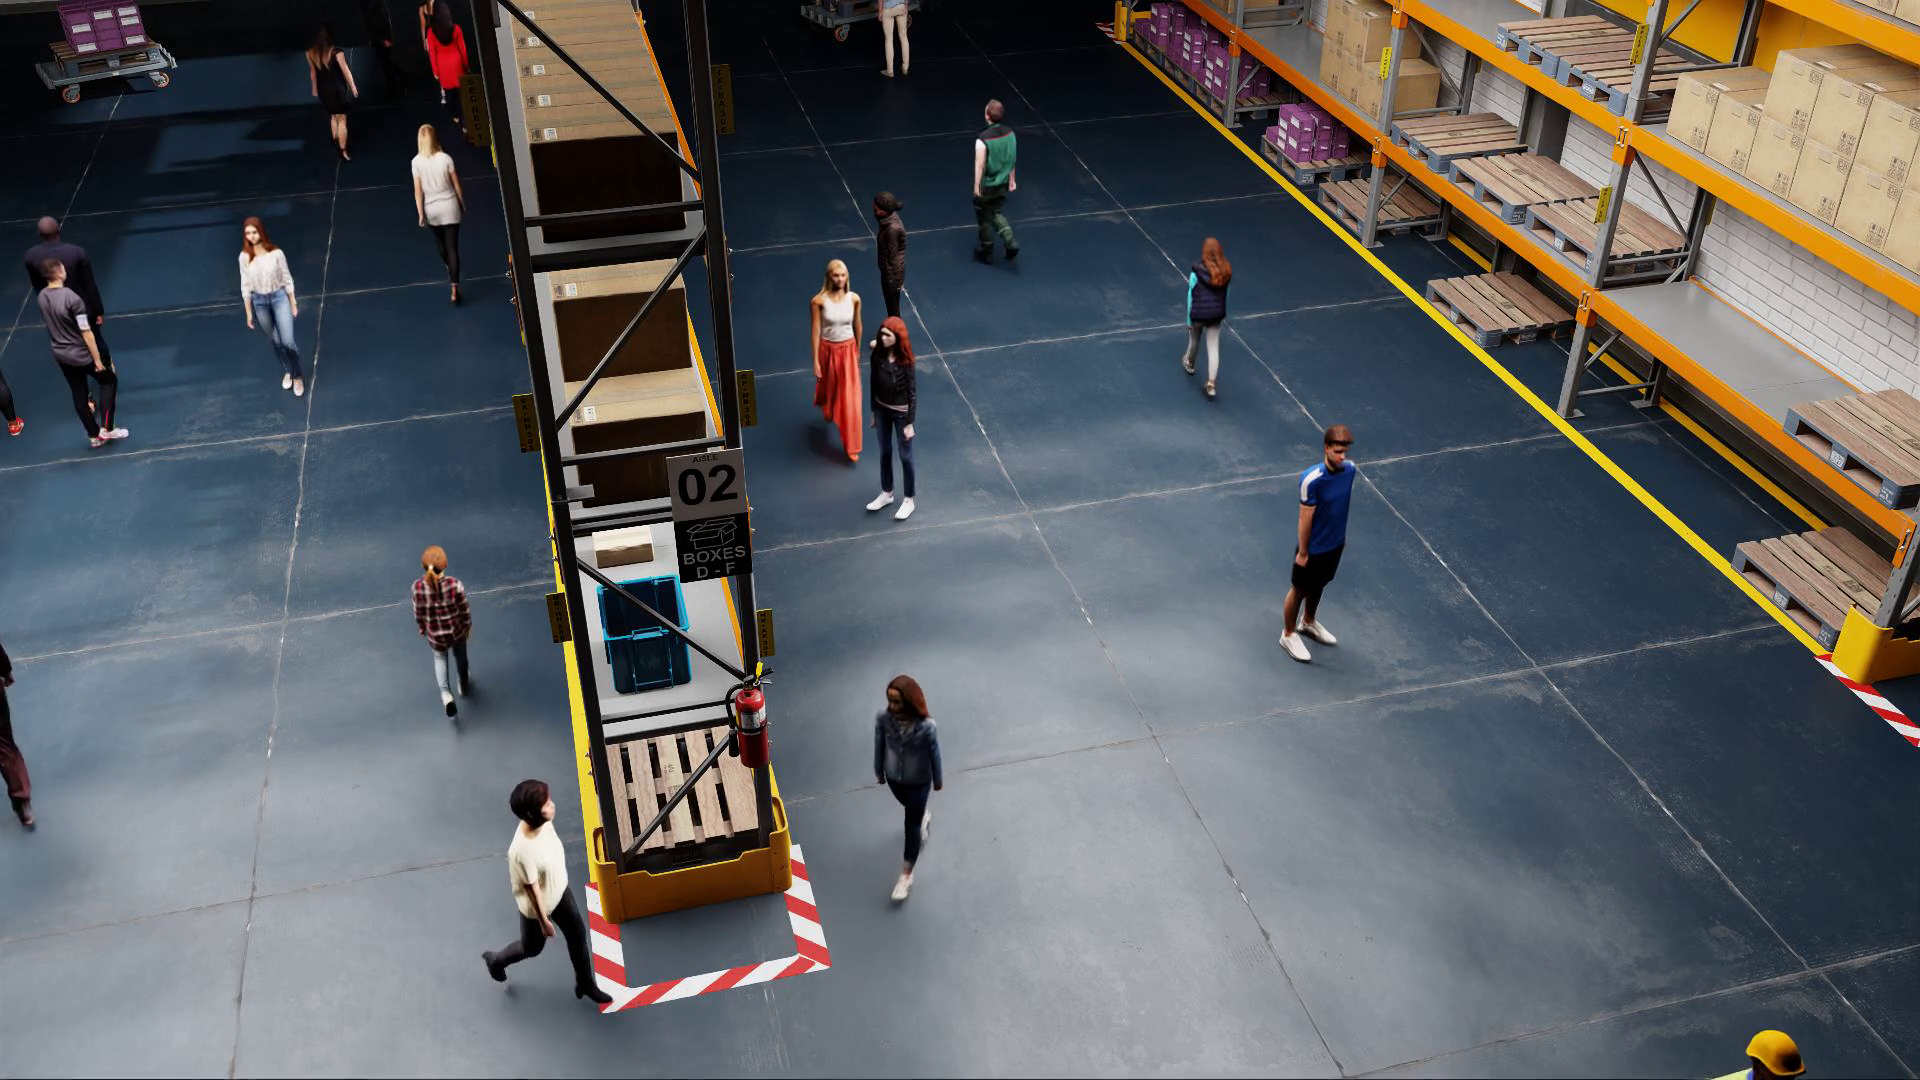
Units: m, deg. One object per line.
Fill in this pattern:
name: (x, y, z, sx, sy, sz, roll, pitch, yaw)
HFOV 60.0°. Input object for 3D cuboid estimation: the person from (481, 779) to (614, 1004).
person: (-2.386, 2.001, 9.241, 0.962, 1.553, 1.036, 9, 35, 14)

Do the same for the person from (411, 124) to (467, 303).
person: (-5.291, -3.305, 17.019, 0.628, 1.779, 1.164, -9, 35, -13)

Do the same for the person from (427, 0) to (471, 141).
person: (-6.382, -5.863, 20.934, 0.677, 1.707, 1.079, -12, 35, -17)

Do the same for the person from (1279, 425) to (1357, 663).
person: (2.593, -0.016, 11.992, 0.723, 1.867, 0.717, -23, 40, -31)

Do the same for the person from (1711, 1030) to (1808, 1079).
person: (3.472, 2.865, 7.747, 0.676, 1.769, 1.188, -8, 34, -11)

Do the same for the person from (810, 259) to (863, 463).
person: (-1.104, -1.620, 14.495, 0.627, 1.767, 1.163, -7, 34, -11)

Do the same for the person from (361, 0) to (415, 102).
person: (-7.674, -6.759, 22.240, 0.848, 1.753, 0.896, 28, 42, 35)

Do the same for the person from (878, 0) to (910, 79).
person: (-0.913, -7.380, 23.088, 0.698, 1.848, 0.637, -17, 37, -24)

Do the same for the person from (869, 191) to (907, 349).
person: (-0.648, -2.572, 16.024, 0.631, 1.660, 0.557, 10, 35, 14)

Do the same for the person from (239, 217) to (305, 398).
person: (-6.379, -2.210, 15.434, 0.617, 1.711, 0.715, -4, 34, -7)

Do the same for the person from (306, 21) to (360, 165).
person: (-7.677, -5.414, 20.264, 0.798, 1.701, 0.825, 10, 35, 14)

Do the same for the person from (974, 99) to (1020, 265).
person: (0.380, -3.757, 17.654, 0.830, 1.830, 0.971, -23, 40, -31)

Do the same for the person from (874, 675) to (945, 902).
person: (-0.298, 1.404, 10.238, 0.915, 1.445, 1.078, 9, 35, 13)

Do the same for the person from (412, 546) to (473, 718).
person: (-3.581, 0.632, 11.533, 0.564, 1.295, 0.803, -5, 34, -7)

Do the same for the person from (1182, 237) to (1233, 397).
person: (2.310, -2.043, 15.409, 0.636, 1.460, 0.994, -5, 34, -7)

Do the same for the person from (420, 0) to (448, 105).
person: (-6.957, -6.567, 22.158, 0.696, 1.523, 1.095, -1, 34, -1)

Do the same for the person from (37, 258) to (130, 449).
person: (-7.729, -1.568, 14.430, 0.737, 1.753, 0.764, 10, 35, 14)

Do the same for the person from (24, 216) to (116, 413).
person: (-8.071, -2.011, 15.075, 0.791, 1.776, 1.177, -13, 36, -19)

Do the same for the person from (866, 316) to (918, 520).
person: (-0.538, -1.000, 13.545, 0.649, 1.787, 0.718, 20, 38, 27)

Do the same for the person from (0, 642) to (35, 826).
person: (-6.202, 1.024, 10.478, 1.091, 1.812, 1.310, -29, 43, -36)
